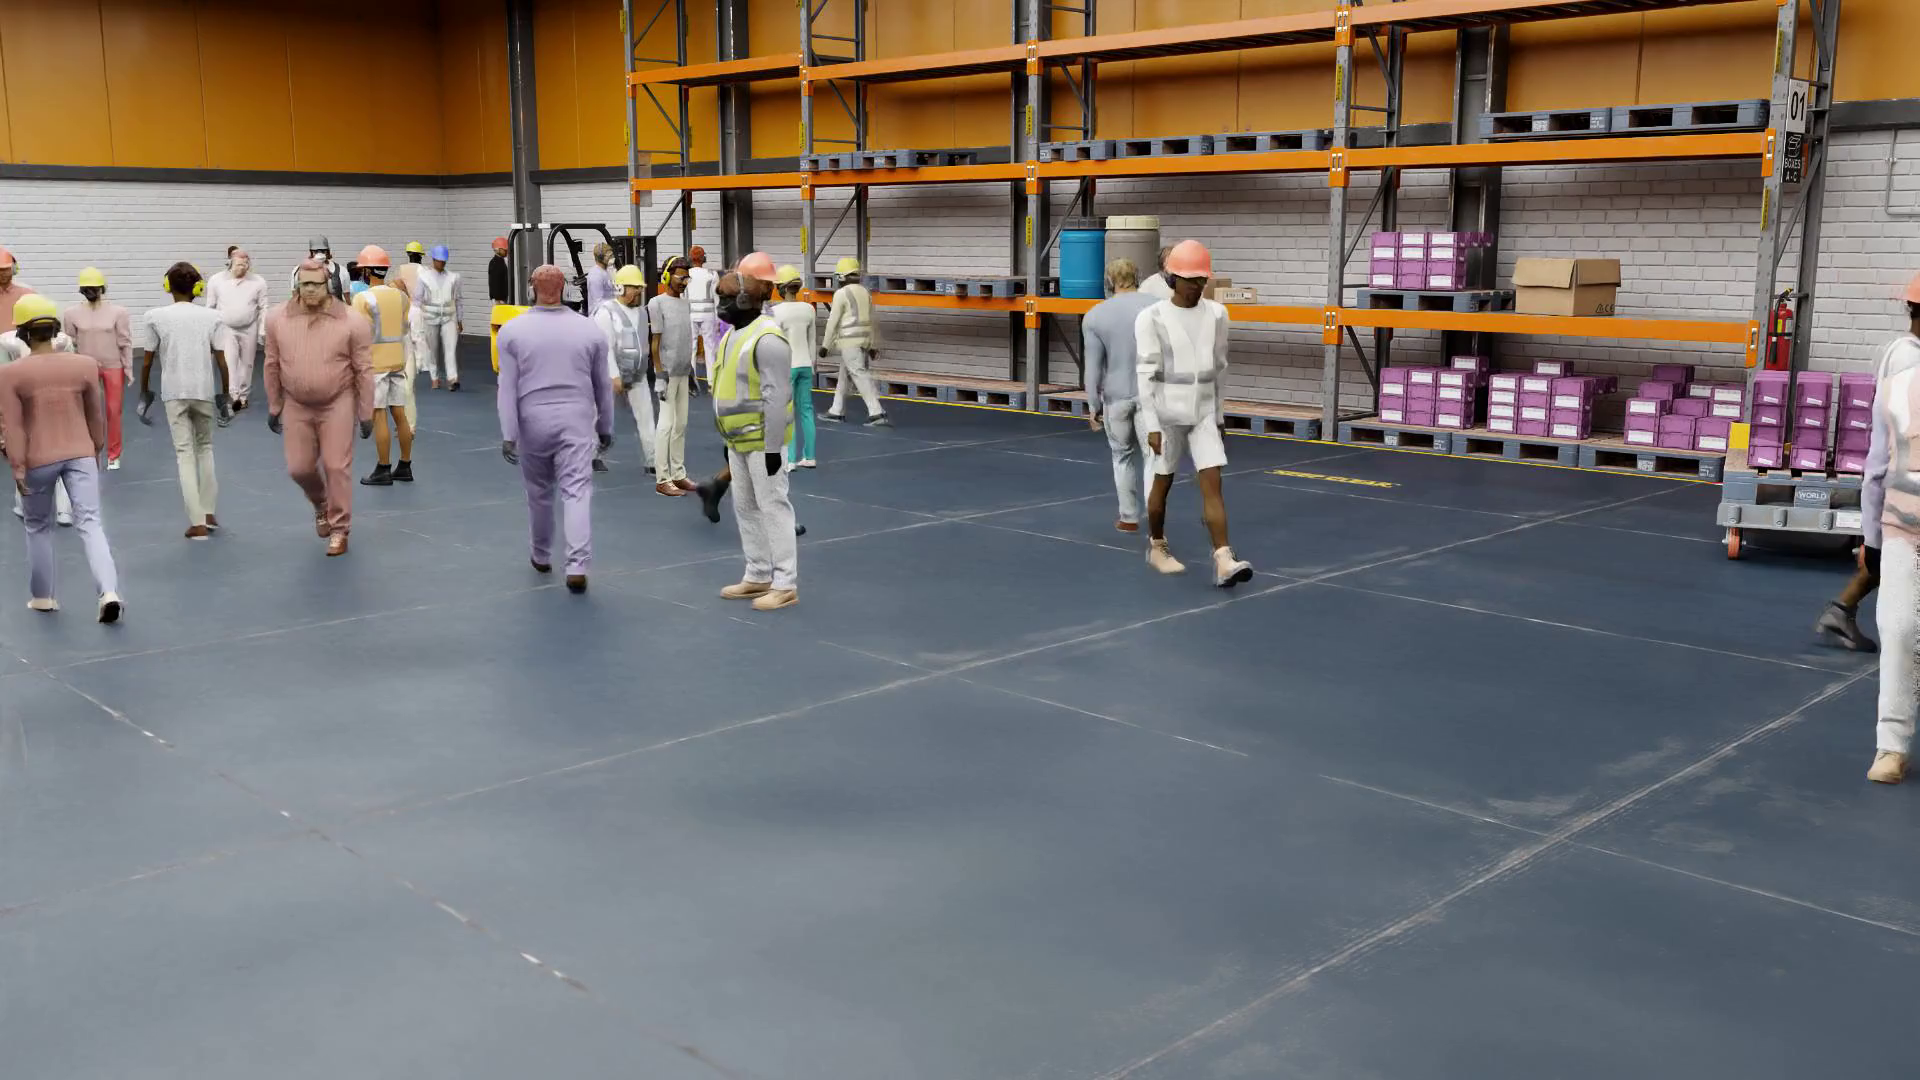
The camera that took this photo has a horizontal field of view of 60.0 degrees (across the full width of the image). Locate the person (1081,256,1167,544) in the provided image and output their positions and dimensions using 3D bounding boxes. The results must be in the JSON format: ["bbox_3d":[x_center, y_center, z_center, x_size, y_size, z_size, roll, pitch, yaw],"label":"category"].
[{"bbox_3d":[1.165,-0.906,10.909,0.730,1.891,0.906,0,10,-1],"label":"person"}]

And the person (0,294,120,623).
[{"bbox_3d":[-4.726,-0.421,8.730,0.519,1.735,0.896,-9,14,-41],"label":"person"}]

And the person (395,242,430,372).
[{"bbox_3d":[-8.085,-3.458,24.729,0.585,1.921,0.382,3,11,14],"label":"person"}]

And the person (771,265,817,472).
[{"bbox_3d":[-1.459,-1.471,14.322,0.328,1.766,0.532,9,14,42],"label":"person"}]

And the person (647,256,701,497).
[{"bbox_3d":[-2.215,-1.280,13.009,0.328,1.865,0.518,5,11,24],"label":"person"}]

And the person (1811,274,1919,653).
[{"bbox_3d":[4.535,-0.341,7.869,0.788,1.878,0.585,5,12,27],"label":"person"}]

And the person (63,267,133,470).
[{"bbox_3d":[-7.429,-1.477,14.380,0.535,1.754,0.404,-4,11,-19],"label":"person"}]

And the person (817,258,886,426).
[{"bbox_3d":[-1.142,-2.109,17.772,0.927,1.788,0.591,5,11,25],"label":"person"}]

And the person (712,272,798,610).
[{"bbox_3d":[-1.125,-0.537,9.067,0.436,1.829,0.639,-6,12,-30],"label":"person"}]

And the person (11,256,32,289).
[{"bbox_3d":[-9.169,-1.852,16.122,0.315,1.865,0.526,3,11,18],"label":"person"}]

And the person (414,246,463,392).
[{"bbox_3d":[-6.780,-2.872,21.649,0.650,1.875,1.049,-5,11,-25],"label":"person"}]

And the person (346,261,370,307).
[{"bbox_3d":[-8.165,-2.910,22.424,0.787,1.658,0.546,7,13,34],"label":"person"}]

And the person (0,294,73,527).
[{"bbox_3d":[-6.483,-0.913,11.698,0.539,1.603,0.782,-9,14,-40],"label":"person"}]

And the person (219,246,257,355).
[{"bbox_3d":[-12.082,-3.990,27.839,0.516,1.841,0.325,-5,11,-25],"label":"person"}]

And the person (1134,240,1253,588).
[{"bbox_3d":[1.327,-0.704,9.537,0.630,1.981,1.053,-4,11,-19],"label":"person"}]

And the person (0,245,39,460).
[{"bbox_3d":[-8.212,-1.553,14.287,0.646,1.949,0.935,-9,14,-40],"label":"person"}]

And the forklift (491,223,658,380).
[{"bbox_3d":[-5.316,-3.263,22.920,2.313,2.155,1.214,-10,14,-44],"label":"forklift"}]

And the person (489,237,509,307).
[{"bbox_3d":[-7.568,-3.983,27.469,0.396,1.983,0.651,0,10,-1],"label":"person"}]

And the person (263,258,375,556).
[{"bbox_3d":[-4.066,-0.852,10.616,0.680,1.882,0.557,-1,10,-7],"label":"person"}]

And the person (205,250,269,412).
[{"bbox_3d":[-8.327,-2.402,19.173,0.707,1.844,0.974,-5,12,-28],"label":"person"}]

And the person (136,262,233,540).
[{"bbox_3d":[-5.232,-0.937,11.186,0.550,1.840,0.699,-7,13,-35],"label":"person"}]

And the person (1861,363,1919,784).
[{"bbox_3d":[3.742,-0.020,6.279,0.632,1.815,0.801,8,13,36],"label":"person"}]

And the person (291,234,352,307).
[{"bbox_3d":[-7.613,-2.635,19.914,0.674,2.000,0.535,-5,12,-26],"label":"person"}]

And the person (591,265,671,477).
[{"bbox_3d":[-2.837,-1.410,13.973,0.957,1.786,0.592,8,13,37],"label":"person"}]

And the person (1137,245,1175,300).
[{"bbox_3d":[1.972,-1.882,16.113,0.656,1.924,0.488,-6,12,-31],"label":"person"}]

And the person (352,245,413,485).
[{"bbox_3d":[-4.706,-1.410,13.514,0.354,1.939,0.544,5,11,25],"label":"person"}]

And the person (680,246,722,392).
[{"bbox_3d":[-3.362,-2.845,21.489,0.576,1.884,0.355,0,10,-1],"label":"person"}]

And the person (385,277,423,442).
[{"bbox_3d":[-5.483,-1.751,16.231,0.518,1.617,0.344,1,10,7],"label":"person"}]

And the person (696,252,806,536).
[{"bbox_3d":[-1.436,-0.979,11.233,0.776,1.913,0.552,3,11,17],"label":"person"}]

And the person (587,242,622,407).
[{"bbox_3d":[-4.208,-2.533,19.639,0.356,1.937,0.638,-1,10,-7],"label":"person"}]

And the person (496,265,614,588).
[{"bbox_3d":[-2.348,-0.666,9.698,0.667,1.854,1.013,-4,11,-19],"label":"person"}]
